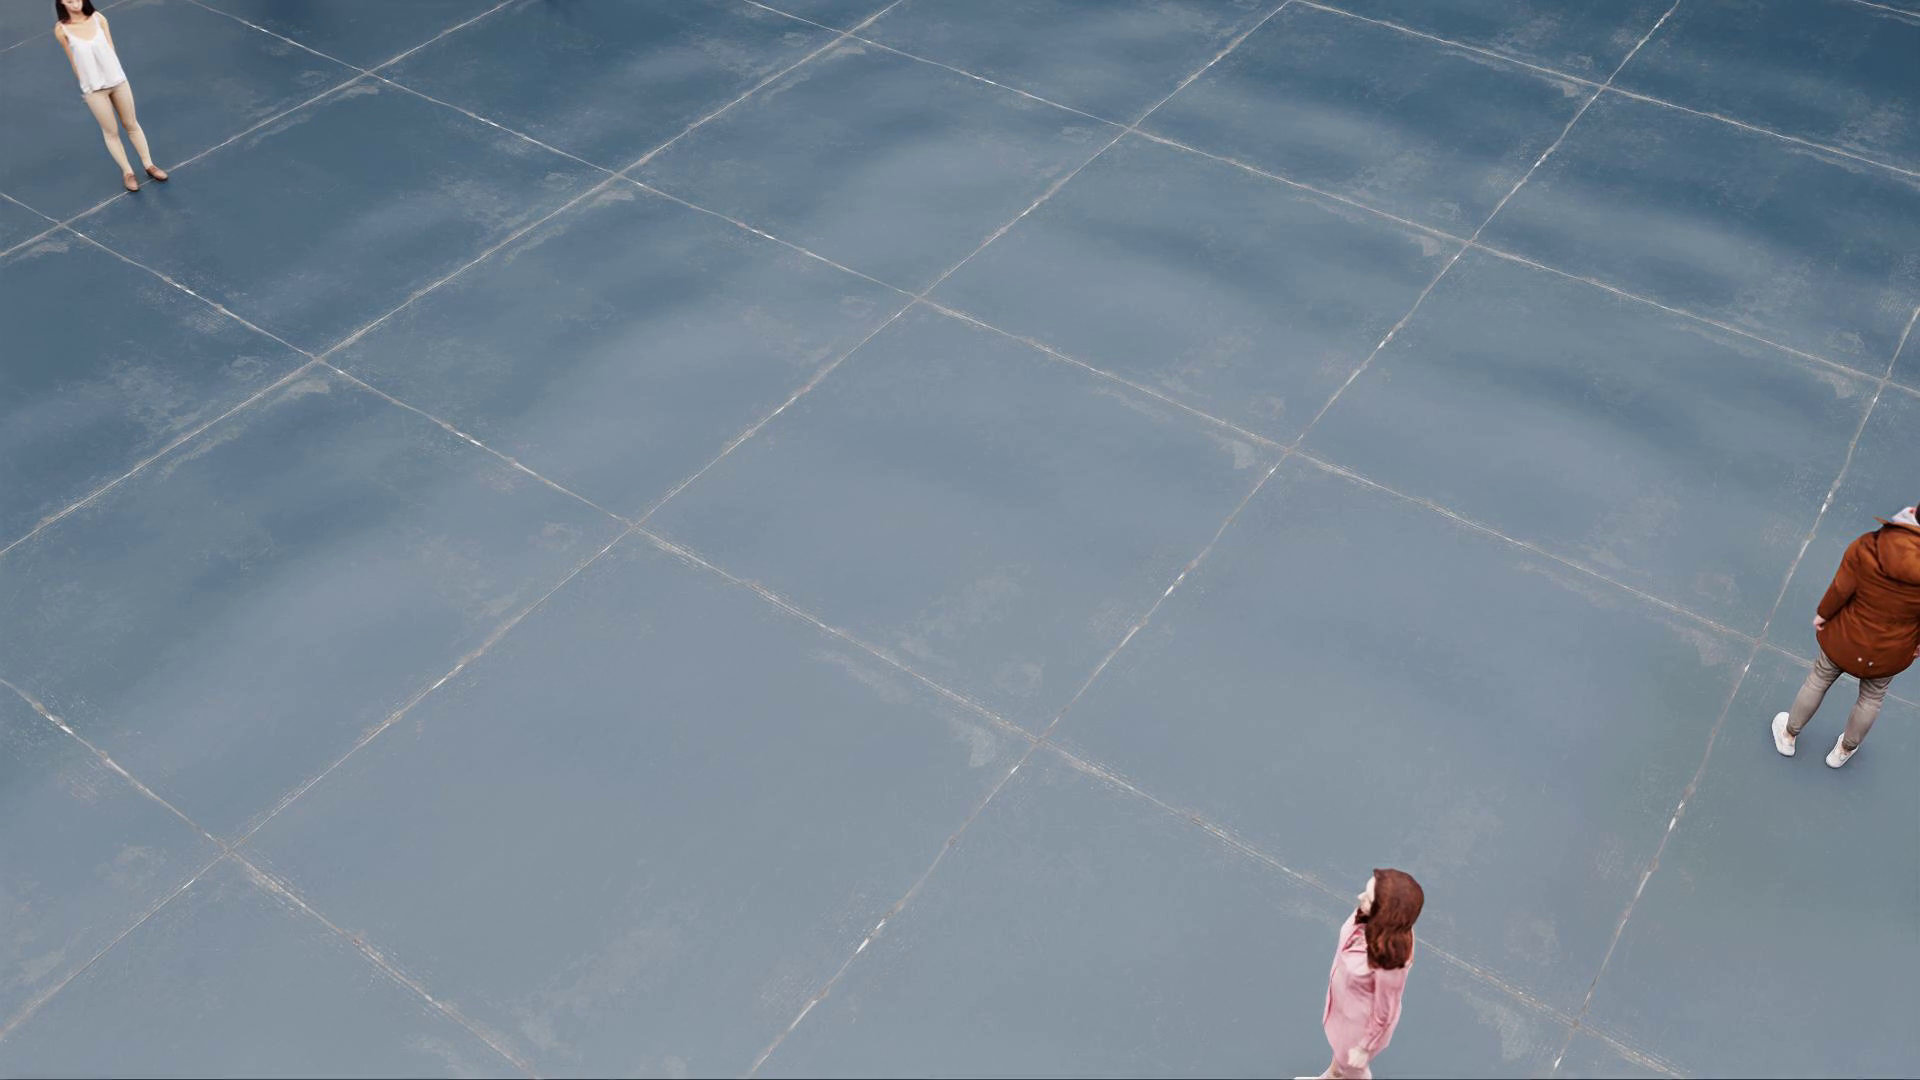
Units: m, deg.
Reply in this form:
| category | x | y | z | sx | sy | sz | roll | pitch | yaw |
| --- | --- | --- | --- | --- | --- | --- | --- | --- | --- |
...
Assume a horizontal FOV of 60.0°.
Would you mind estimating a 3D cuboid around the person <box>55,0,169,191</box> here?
| category | x | y | z | sx | sy | sz | roll | pitch | yaw |
| --- | --- | --- | --- | --- | --- | --- | --- | --- | --- |
| person | -6.584 | -3.516 | 12.772 | 0.568 | 1.653 | 0.622 | 26 | 49 | 25 |

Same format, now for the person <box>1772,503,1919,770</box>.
| category | x | y | z | sx | sy | sz | roll | pitch | yaw |
| --- | --- | --- | --- | --- | --- | --- | --- | --- | --- |
| person | 4.599 | 0.459 | 8.378 | 0.697 | 1.838 | 0.816 | 18 | 46 | 18 |

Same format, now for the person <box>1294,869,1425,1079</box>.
| category | x | y | z | sx | sy | sz | roll | pitch | yaw |
| --- | --- | --- | --- | --- | --- | --- | --- | --- | --- |
| person | 1.661 | 1.918 | 6.843 | 0.703 | 1.802 | 0.694 | 2 | 43 | 2 |
